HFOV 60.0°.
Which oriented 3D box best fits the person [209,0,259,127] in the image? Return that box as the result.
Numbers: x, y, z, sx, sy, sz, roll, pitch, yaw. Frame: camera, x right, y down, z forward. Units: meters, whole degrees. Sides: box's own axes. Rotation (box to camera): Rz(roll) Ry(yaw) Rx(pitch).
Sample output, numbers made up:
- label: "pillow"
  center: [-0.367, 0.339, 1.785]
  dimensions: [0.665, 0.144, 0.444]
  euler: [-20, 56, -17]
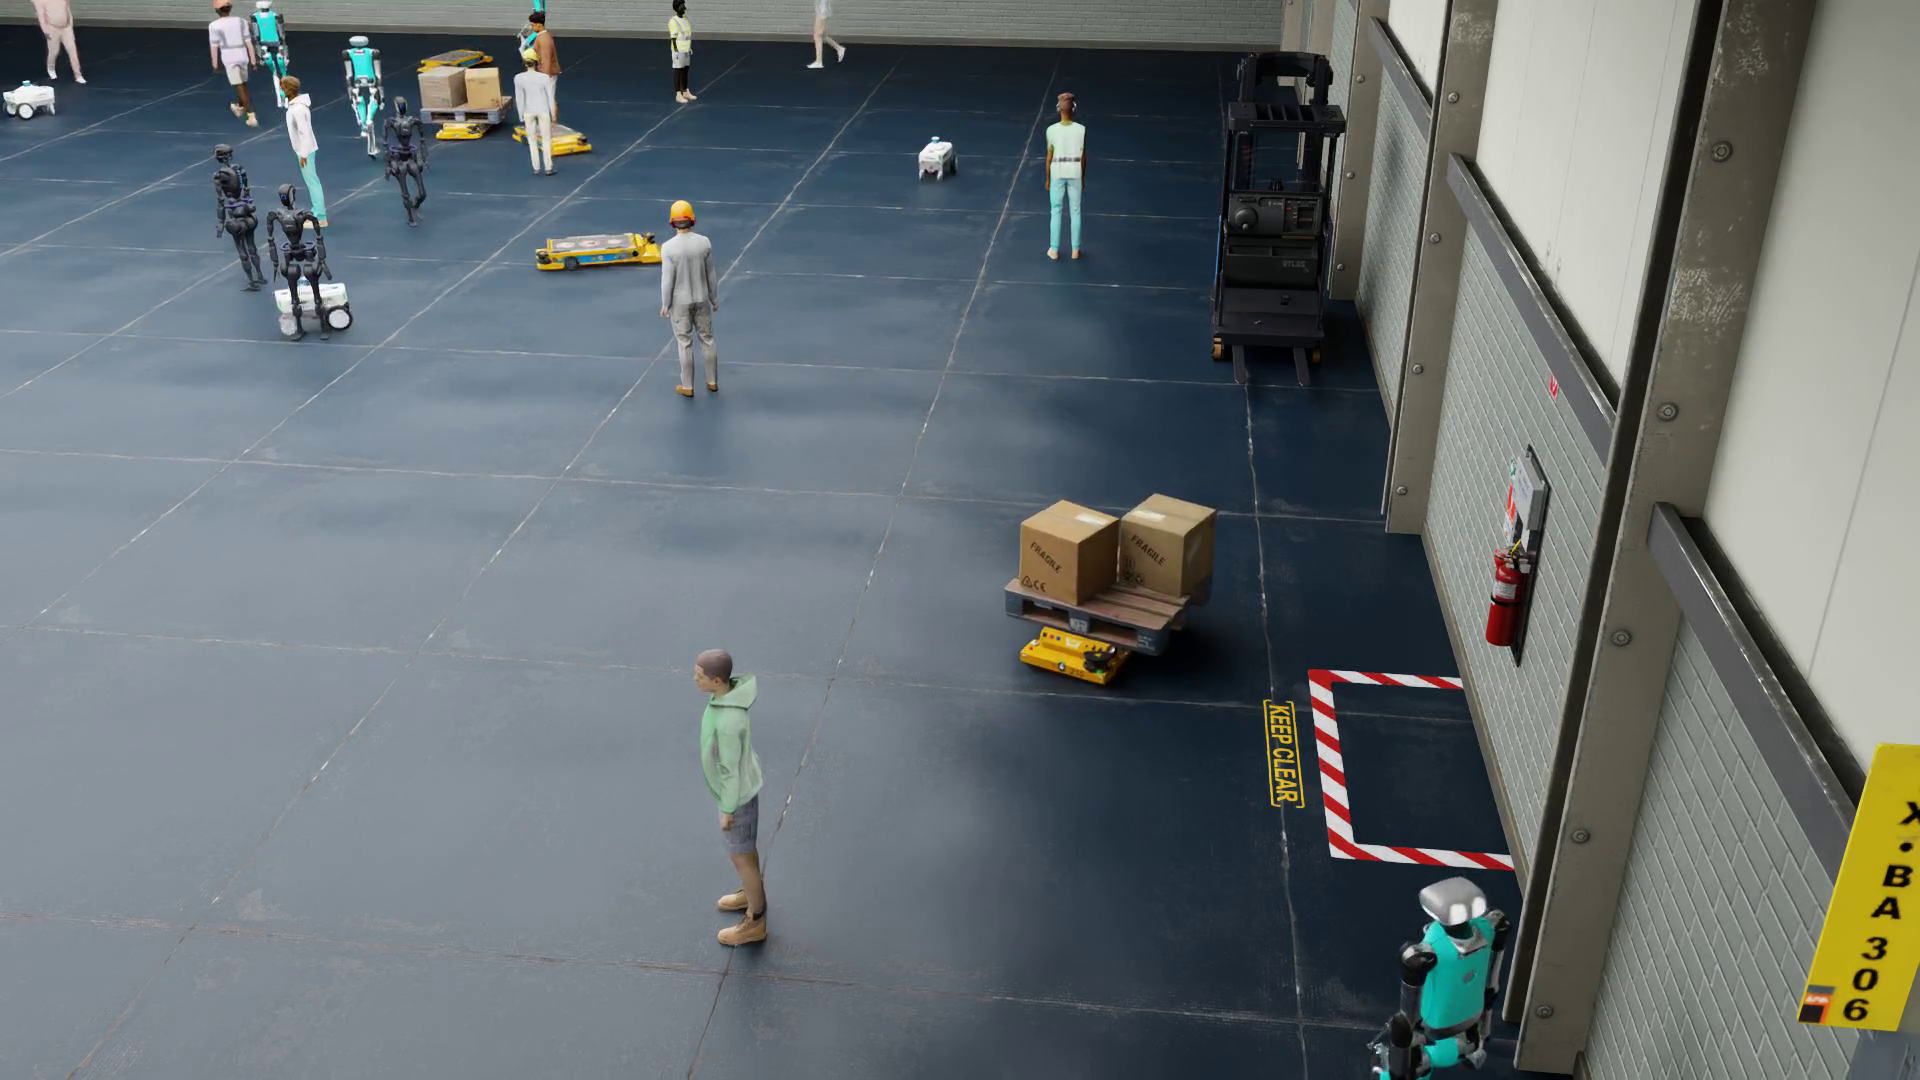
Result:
- label: "person"
  center: [-11.583, -7.629, 26.435]
  dimensions: [1.065, 1.986, 0.623]
  euler: [23, 35, 38]

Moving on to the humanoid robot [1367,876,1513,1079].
- label: "humanoid robot"
  center: [1.937, 2.117, 7.347]
  dimensions: [0.566, 1.832, 0.808]
  euler: [-11, 29, -21]

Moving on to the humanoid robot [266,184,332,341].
- label: "humanoid robot"
  center: [-6.870, -2.894, 17.328]
  dimensions: [0.599, 1.657, 0.315]
  euler: [-2, 27, -5]

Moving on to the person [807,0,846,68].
- label: "person"
  center: [-2.501, -9.659, 30.655]
  dimensions: [0.670, 1.857, 0.509]
  euler: [-2, 27, -5]

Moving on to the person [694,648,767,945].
- label: "person"
  center: [-1.201, 1.341, 8.832]
  dimensions: [0.315, 1.734, 0.475]
  euler: [-5, 27, -10]

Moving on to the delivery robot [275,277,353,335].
- label: "delivery robot"
  center: [-6.938, -2.526, 17.881]
  dimensions: [0.812, 0.611, 0.499]
  euler: [-11, 29, -21]

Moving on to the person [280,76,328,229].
- label: "person"
  center: [-8.347, -4.934, 21.152]
  dimensions: [0.371, 1.917, 0.488]
  euler: [-10, 28, -20]

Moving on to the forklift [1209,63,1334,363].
- label: "forklift"
  center: [3.241, -3.477, 17.183]
  dimensions: [1.129, 2.768, 1.873]
  euler: [3, 27, 6]

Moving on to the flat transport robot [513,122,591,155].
- label: "flat transport robot"
  center: [-6.237, -6.126, 25.367]
  dimensions: [0.659, 0.231, 1.431]
  euler: [-18, 32, -32]

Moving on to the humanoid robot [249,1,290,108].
- label: "humanoid robot"
  center: [-11.333, -8.031, 27.612]
  dimensions: [0.551, 1.851, 0.699]
  euler: [-2, 27, -4]

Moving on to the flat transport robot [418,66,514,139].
- label: "flat transport robot"
  center: [-7.744, -6.586, 26.287]
  dimensions: [0.659, 0.231, 1.431]
  euler: [0, 27, 0]

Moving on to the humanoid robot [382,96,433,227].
- label: "humanoid robot"
  center: [-7.096, -4.855, 21.256]
  dimensions: [0.599, 1.642, 0.434]
  euler: [-18, 32, -32]

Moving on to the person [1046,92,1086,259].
- label: "person"
  center: [1.263, -4.342, 19.901]
  dimensions: [0.482, 1.979, 0.403]
  euler: [0, 27, 0]

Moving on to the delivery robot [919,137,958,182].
- label: "delivery robot"
  center: [-0.339, -5.436, 23.650]
  dimensions: [0.499, 0.575, 0.754]
  euler: [6, 27, 12]

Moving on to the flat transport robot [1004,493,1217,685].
- label: "flat transport robot"
  center: [1.052, 0.573, 11.995]
  dimensions: [0.659, 0.231, 1.431]
  euler: [14, 30, 26]

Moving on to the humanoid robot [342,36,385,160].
- label: "humanoid robot"
  center: [-8.740, -6.402, 24.349]
  dimensions: [0.533, 1.781, 1.018]
  euler: [-2, 27, -5]

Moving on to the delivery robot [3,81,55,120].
- label: "delivery robot"
  center: [-15.197, -7.190, 27.156]
  dimensions: [0.514, 0.580, 0.752]
  euler: [18, 32, 32]

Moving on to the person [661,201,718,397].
- label: "person"
  center: [-2.593, -2.306, 15.931]
  dimensions: [0.573, 1.892, 0.373]
  euler: [-15, 30, -27]

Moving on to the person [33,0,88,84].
- label: "person"
  center: [-15.986, -9.065, 29.440]
  dimensions: [0.856, 1.878, 0.636]
  euler: [20, 33, 34]

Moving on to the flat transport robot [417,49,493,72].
- label: "flat transport robot"
  center: [-9.359, -8.866, 30.837]
  dimensions: [0.659, 0.231, 1.431]
  euler: [9, 28, 17]

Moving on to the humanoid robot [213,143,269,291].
- label: "humanoid robot"
  center: [-8.205, -3.671, 18.886]
  dimensions: [0.333, 1.658, 0.601]
  euler: [6, 27, 12]

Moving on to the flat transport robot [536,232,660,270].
- label: "flat transport robot"
  center: [-4.386, -3.487, 20.099]
  dimensions: [1.431, 0.231, 0.659]
  euler: [-6, 27, -13]

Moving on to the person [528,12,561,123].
- label: "person"
  center: [-6.418, -7.265, 25.884]
  dimensions: [0.410, 1.843, 0.801]
  euler: [-7, 27, -14]

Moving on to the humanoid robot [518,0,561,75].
- label: "humanoid robot"
  center: [-7.681, -9.197, 29.880]
  dimensions: [0.796, 1.794, 0.555]
  euler: [-10, 28, -20]

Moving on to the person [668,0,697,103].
- label: "person"
  center: [-4.680, -8.244, 28.001]
  dimensions: [0.319, 1.696, 0.531]
  euler: [10, 28, 19]

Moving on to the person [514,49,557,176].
- label: "person"
  center: [-5.996, -6.042, 23.548]
  dimensions: [0.544, 1.763, 0.327]
  euler: [-2, 27, -5]
